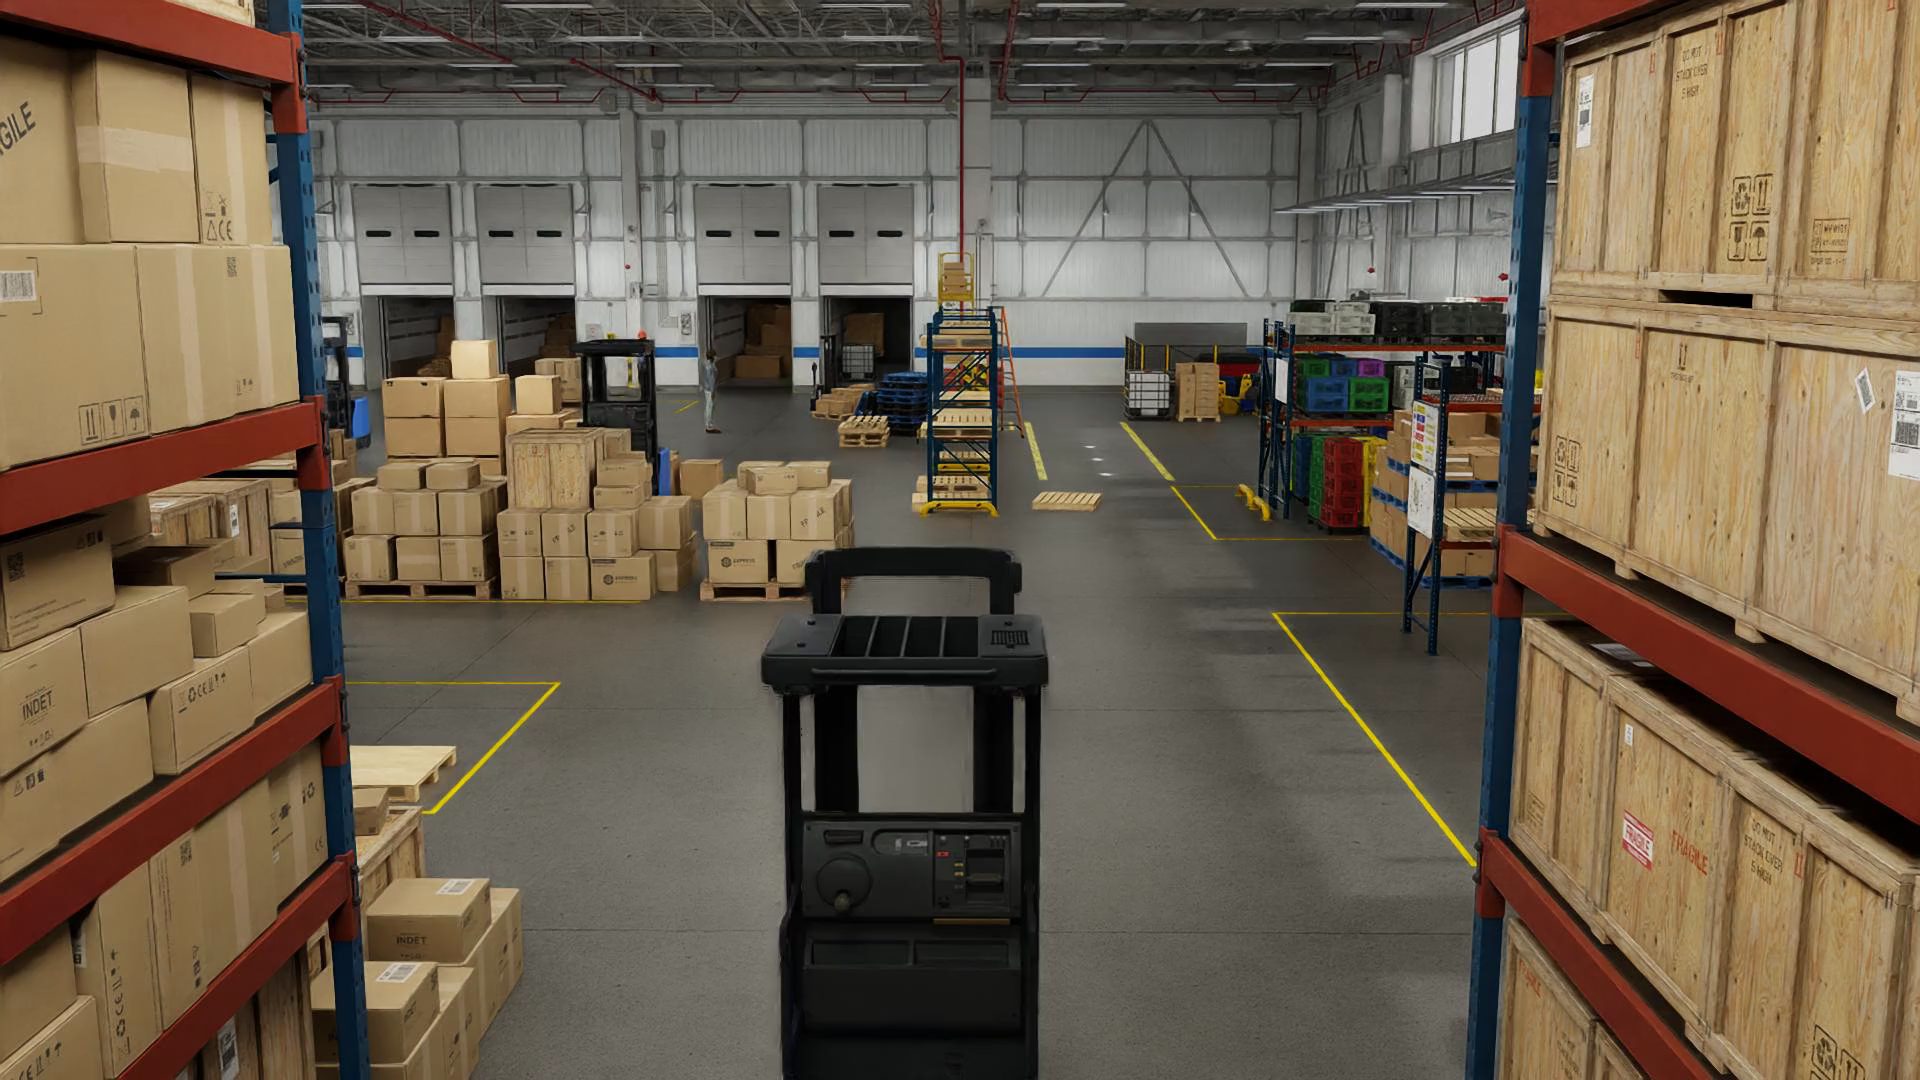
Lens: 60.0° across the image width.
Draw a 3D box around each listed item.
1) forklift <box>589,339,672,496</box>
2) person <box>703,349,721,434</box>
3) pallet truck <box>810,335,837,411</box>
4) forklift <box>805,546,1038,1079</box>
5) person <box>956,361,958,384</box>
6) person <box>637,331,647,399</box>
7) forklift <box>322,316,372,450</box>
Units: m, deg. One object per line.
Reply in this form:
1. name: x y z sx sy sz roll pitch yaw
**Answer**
1. forklift: -5.074 -1.646 25.196 1.129 2.768 1.873 0 10 1
2. person: -5.684 -3.397 38.017 0.367 1.939 0.634 -3 10 -15
3. pallet truck: -3.021 -4.312 43.126 1.885 1.965 0.823 3 10 17
4. forklift: -0.198 1.426 7.475 1.129 2.768 1.873 0 10 1
5. person: 0.151 -3.993 41.617 0.575 1.883 0.355 8 12 37
6. person: -8.936 -4.943 46.973 0.543 1.929 0.387 8 12 37
7. forklift: -12.990 -3.195 34.137 1.129 2.768 1.873 0 10 1
